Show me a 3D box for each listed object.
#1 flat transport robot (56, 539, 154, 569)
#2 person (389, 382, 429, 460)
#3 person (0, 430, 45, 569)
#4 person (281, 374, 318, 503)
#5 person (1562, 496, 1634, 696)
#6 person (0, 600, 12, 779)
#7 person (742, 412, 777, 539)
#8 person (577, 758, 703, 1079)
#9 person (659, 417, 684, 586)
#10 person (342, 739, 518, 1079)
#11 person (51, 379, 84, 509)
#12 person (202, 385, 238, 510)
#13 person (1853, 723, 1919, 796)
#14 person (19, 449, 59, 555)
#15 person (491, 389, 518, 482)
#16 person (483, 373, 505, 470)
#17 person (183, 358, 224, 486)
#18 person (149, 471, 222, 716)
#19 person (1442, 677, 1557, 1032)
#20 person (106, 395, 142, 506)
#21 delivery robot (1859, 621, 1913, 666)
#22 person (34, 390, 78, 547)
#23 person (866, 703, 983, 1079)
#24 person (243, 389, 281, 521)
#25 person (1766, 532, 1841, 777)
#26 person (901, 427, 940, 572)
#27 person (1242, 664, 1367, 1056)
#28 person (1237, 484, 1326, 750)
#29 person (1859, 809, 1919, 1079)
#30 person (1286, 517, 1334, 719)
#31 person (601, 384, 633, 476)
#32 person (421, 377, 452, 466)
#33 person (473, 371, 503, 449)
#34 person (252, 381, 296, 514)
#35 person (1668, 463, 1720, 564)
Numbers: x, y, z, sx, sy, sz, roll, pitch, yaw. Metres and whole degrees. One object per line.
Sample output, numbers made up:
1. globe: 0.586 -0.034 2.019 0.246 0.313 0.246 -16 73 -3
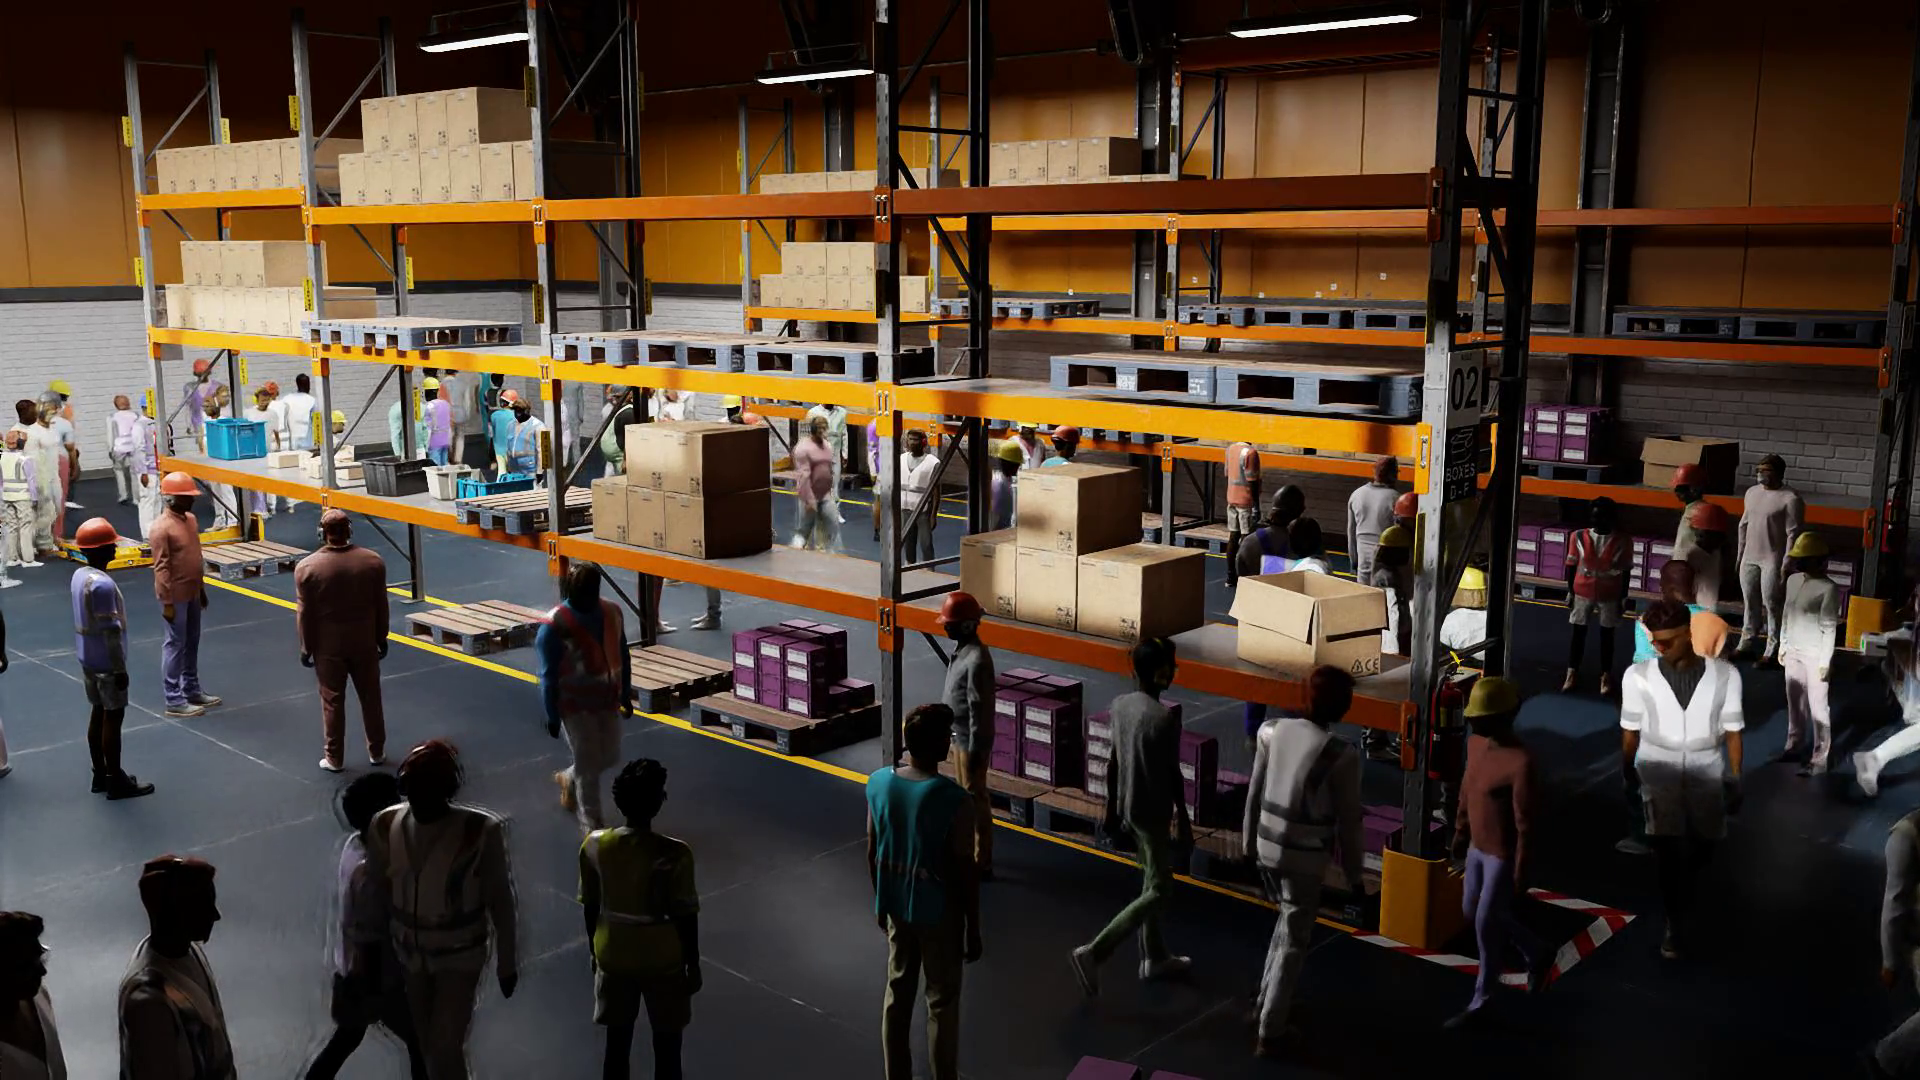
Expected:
1. flat transport robot: -10.226 0.135 19.931 1.431 0.197 0.652 9 14 42
2. person: -7.610 -1.243 23.042 0.378 1.931 0.629 5 11 26
3. person: -11.055 -0.474 19.534 0.526 1.632 0.312 3 11 18
4. person: -9.719 -1.516 24.705 0.625 1.878 0.962 3 10 15
5. person: 5.378 0.465 14.028 0.535 1.699 0.322 5 11 27
6. person: -7.006 0.810 11.668 0.573 1.845 0.386 -6 12 -32
7. person: -2.572 -0.720 20.637 0.384 1.736 0.567 1 10 4
8. person: -1.306 1.731 6.873 0.540 1.695 0.318 3 11 18
9. person: -3.212 -0.428 18.560 0.361 1.882 0.575 2 10 12
10. person: -2.119 1.688 6.626 0.653 1.862 0.542 4 11 19
11. person: -12.869 -1.350 23.768 0.636 1.899 0.385 3 10 14
12. person: -10.488 -1.298 23.646 0.440 1.821 0.561 6 12 29
13. person: 6.503 0.891 11.032 0.818 1.911 0.590 2 10 11
14. person: -11.225 -0.601 20.274 0.471 1.614 0.525 -9 13 -40
15. person: -6.439 -1.284 23.799 0.577 1.738 0.354 6 12 30
16. person: -7.762 -1.997 27.967 0.529 1.692 0.321 6 12 32
17. person: -11.925 -1.873 26.340 0.619 2.029 0.583 -3 10 -15
18. person: -6.264 0.429 13.426 0.407 1.987 0.615 0 10 1
19. person: 2.665 1.499 8.059 0.647 1.745 0.540 -2 10 -12
20. person: -12.202 -1.319 24.329 0.531 1.624 0.577 -7 12 -36
21. delivery robot: 8.143 0.941 14.303 0.707 0.478 0.477 7 12 33
22. person: -11.531 -0.942 21.017 0.690 2.000 0.804 -1 10 -3
23. person: -0.156 1.608 7.151 0.568 1.845 0.386 7 12 35
24. person: -9.608 -1.170 22.925 0.549 1.819 0.909 -9 14 -42
25. person: 6.057 0.809 11.929 0.349 1.758 0.522 -2 10 -10
26. person: -0.453 -0.299 17.920 0.565 1.850 0.390 7 12 34
27. person: 1.612 1.490 7.790 0.560 1.855 0.594 -7 12 -33
28. person: 2.424 0.581 12.405 0.683 2.000 0.535 6 12 31
29. person: 4.111 1.674 6.939 0.598 1.801 0.878 -2 10 -11
30. person: 2.491 0.743 12.075 0.429 1.838 0.621 2 10 13
31. person: -4.483 -1.123 22.040 0.537 2.000 0.679 -2 10 -13
32. person: -7.462 -1.353 23.660 0.365 1.928 0.586 3 11 18
33. person: -8.724 -2.562 30.806 0.518 1.823 0.754 -2 10 -9
34. person: -9.680 -1.304 23.504 0.583 1.882 0.338 -8 13 -38
35. person: 6.116 0.339 13.949 0.439 1.980 0.639 2 10 13
